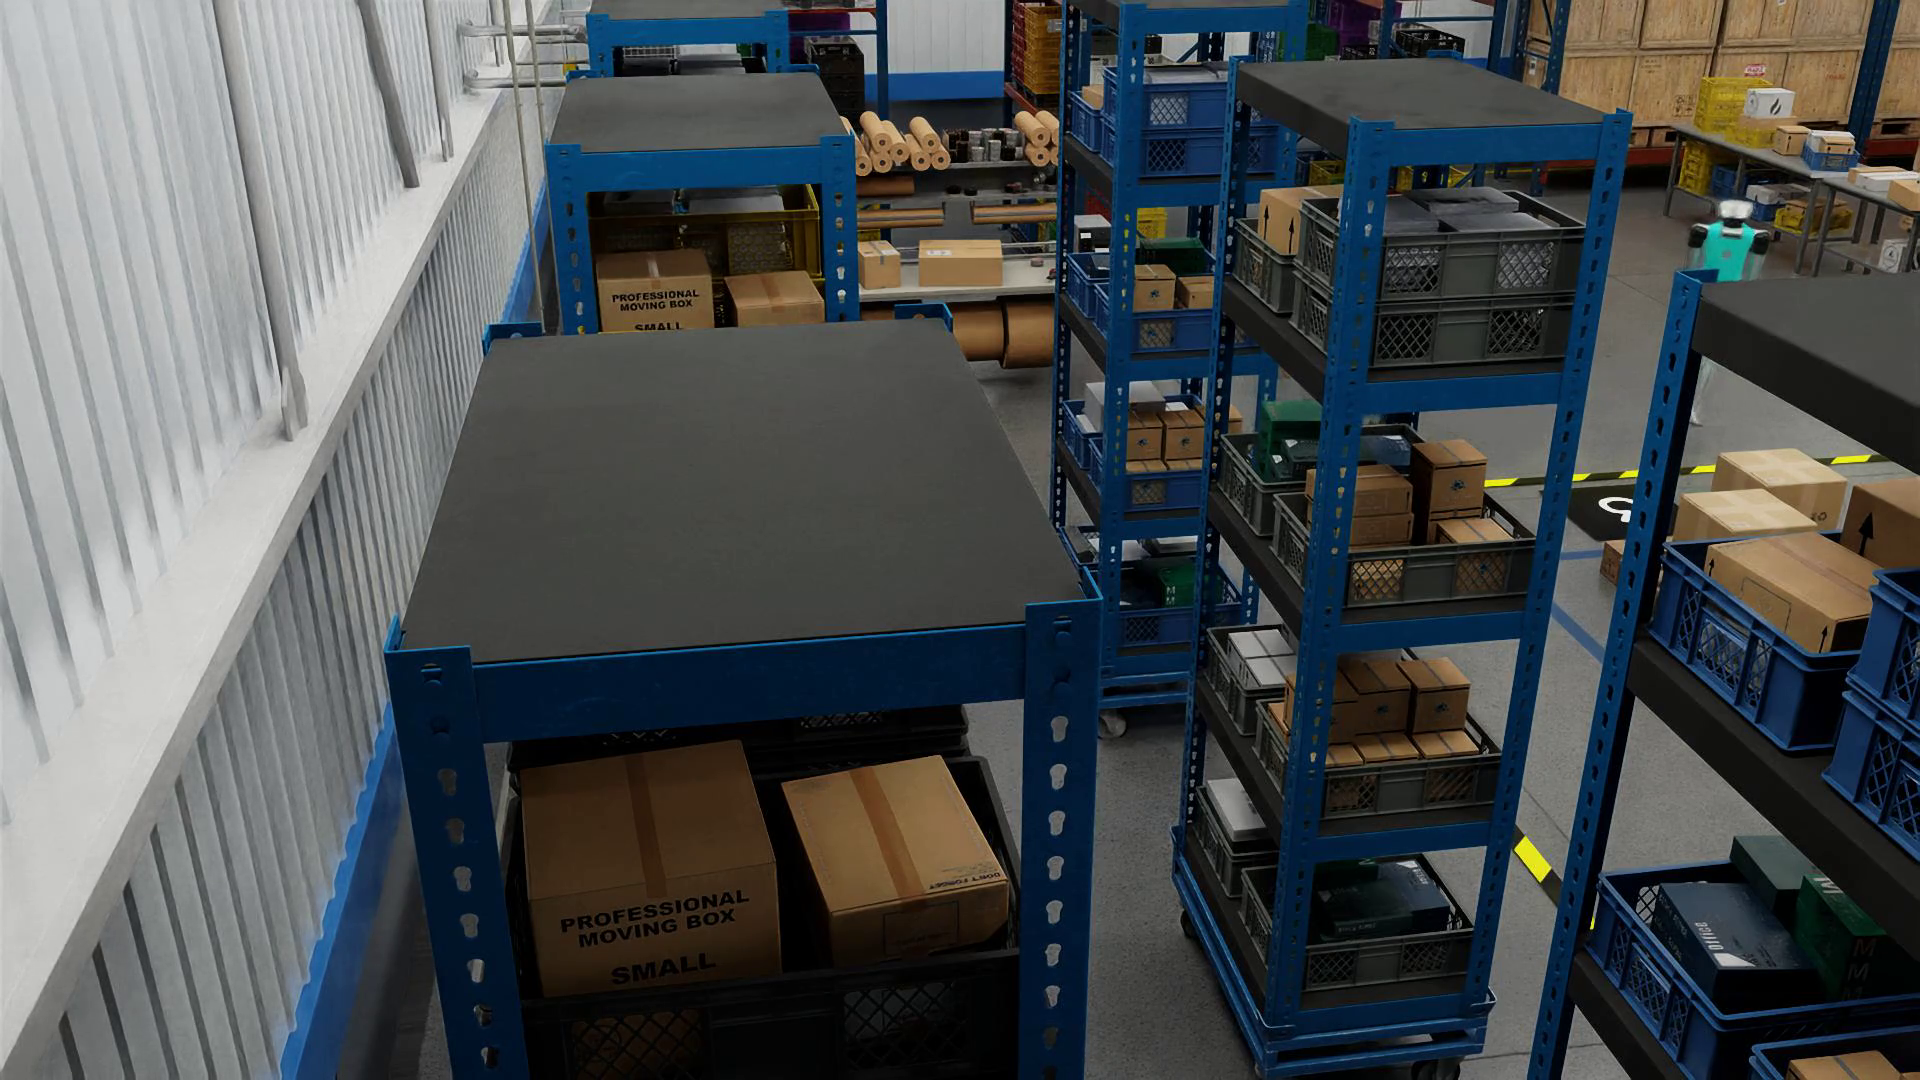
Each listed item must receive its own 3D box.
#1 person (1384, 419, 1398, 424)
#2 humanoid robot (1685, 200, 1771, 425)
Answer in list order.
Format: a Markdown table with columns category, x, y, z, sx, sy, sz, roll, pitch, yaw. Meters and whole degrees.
| category | x | y | z | sx | sy | sz | roll | pitch | yaw |
| --- | --- | --- | --- | --- | --- | --- | --- | --- | --- |
| person | 2.864 | -1.261 | 11.170 | 0.728 | 1.826 | 0.603 | -7 | 26 | -15 |
| humanoid robot | 5.495 | -1.656 | 12.175 | 0.535 | 1.793 | 0.809 | 9 | 26 | 19 |
